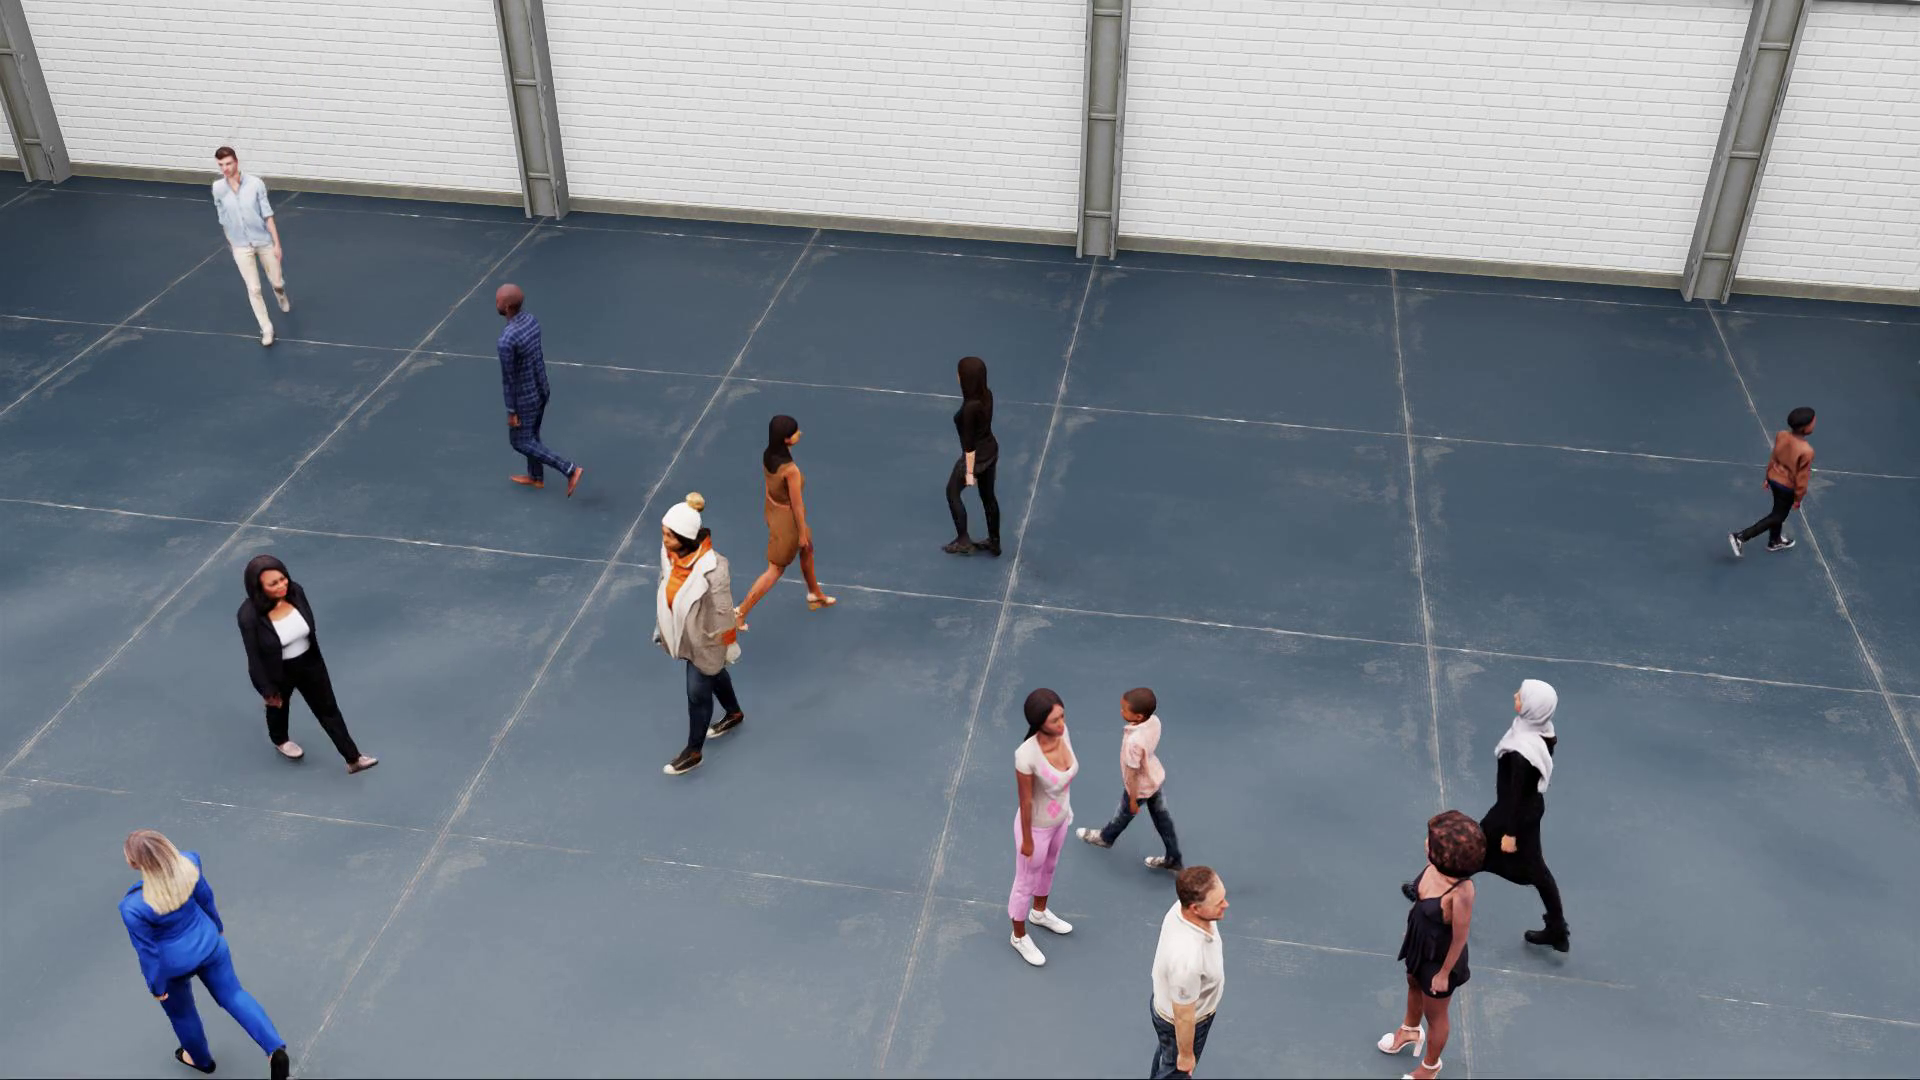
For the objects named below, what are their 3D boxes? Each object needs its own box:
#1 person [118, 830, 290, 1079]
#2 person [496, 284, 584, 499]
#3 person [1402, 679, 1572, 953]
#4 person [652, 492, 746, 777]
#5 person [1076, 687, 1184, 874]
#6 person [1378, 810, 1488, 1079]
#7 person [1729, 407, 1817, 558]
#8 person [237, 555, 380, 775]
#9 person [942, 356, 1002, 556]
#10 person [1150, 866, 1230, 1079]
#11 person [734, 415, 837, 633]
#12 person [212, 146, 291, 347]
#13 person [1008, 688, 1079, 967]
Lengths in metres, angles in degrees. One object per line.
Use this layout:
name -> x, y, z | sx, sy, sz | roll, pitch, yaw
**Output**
person -> -3.712, 2.070, 8.134 | 1.074, 1.682, 0.813 | 15, 37, 21
person -> -3.276, -1.111, 12.813 | 0.963, 1.800, 0.710 | 9, 35, 13
person -> 3.060, 1.526, 8.909 | 1.260, 1.730, 0.968 | 21, 39, 29
person -> -1.532, 0.501, 10.333 | 1.057, 1.861, 1.066 | 29, 43, 36
person -> 1.115, 1.402, 9.507 | 0.951, 1.273, 0.718 | 18, 38, 25
person -> 2.322, 2.011, 8.127 | 0.645, 1.787, 0.632 | -4, 34, -7
person -> 6.025, -0.408, 12.262 | 0.930, 1.239, 0.739 | -8, 34, -11
person -> -4.179, 0.771, 10.194 | 1.187, 1.564, 0.920 | 18, 38, 25
person -> 0.204, -0.575, 12.165 | 0.733, 1.624, 0.681 | 18, 38, 25
person -> 1.024, 2.208, 7.769 | 0.588, 1.856, 0.672 | 8, 35, 12
person -> -1.270, -0.067, 11.374 | 1.138, 1.653, 0.995 | -15, 37, -22
person -> -6.465, -2.740, 15.241 | 1.003, 1.824, 0.952 | -8, 35, -12
person -> 0.438, 1.510, 8.924 | 0.649, 1.740, 0.651 | 22, 40, 30
